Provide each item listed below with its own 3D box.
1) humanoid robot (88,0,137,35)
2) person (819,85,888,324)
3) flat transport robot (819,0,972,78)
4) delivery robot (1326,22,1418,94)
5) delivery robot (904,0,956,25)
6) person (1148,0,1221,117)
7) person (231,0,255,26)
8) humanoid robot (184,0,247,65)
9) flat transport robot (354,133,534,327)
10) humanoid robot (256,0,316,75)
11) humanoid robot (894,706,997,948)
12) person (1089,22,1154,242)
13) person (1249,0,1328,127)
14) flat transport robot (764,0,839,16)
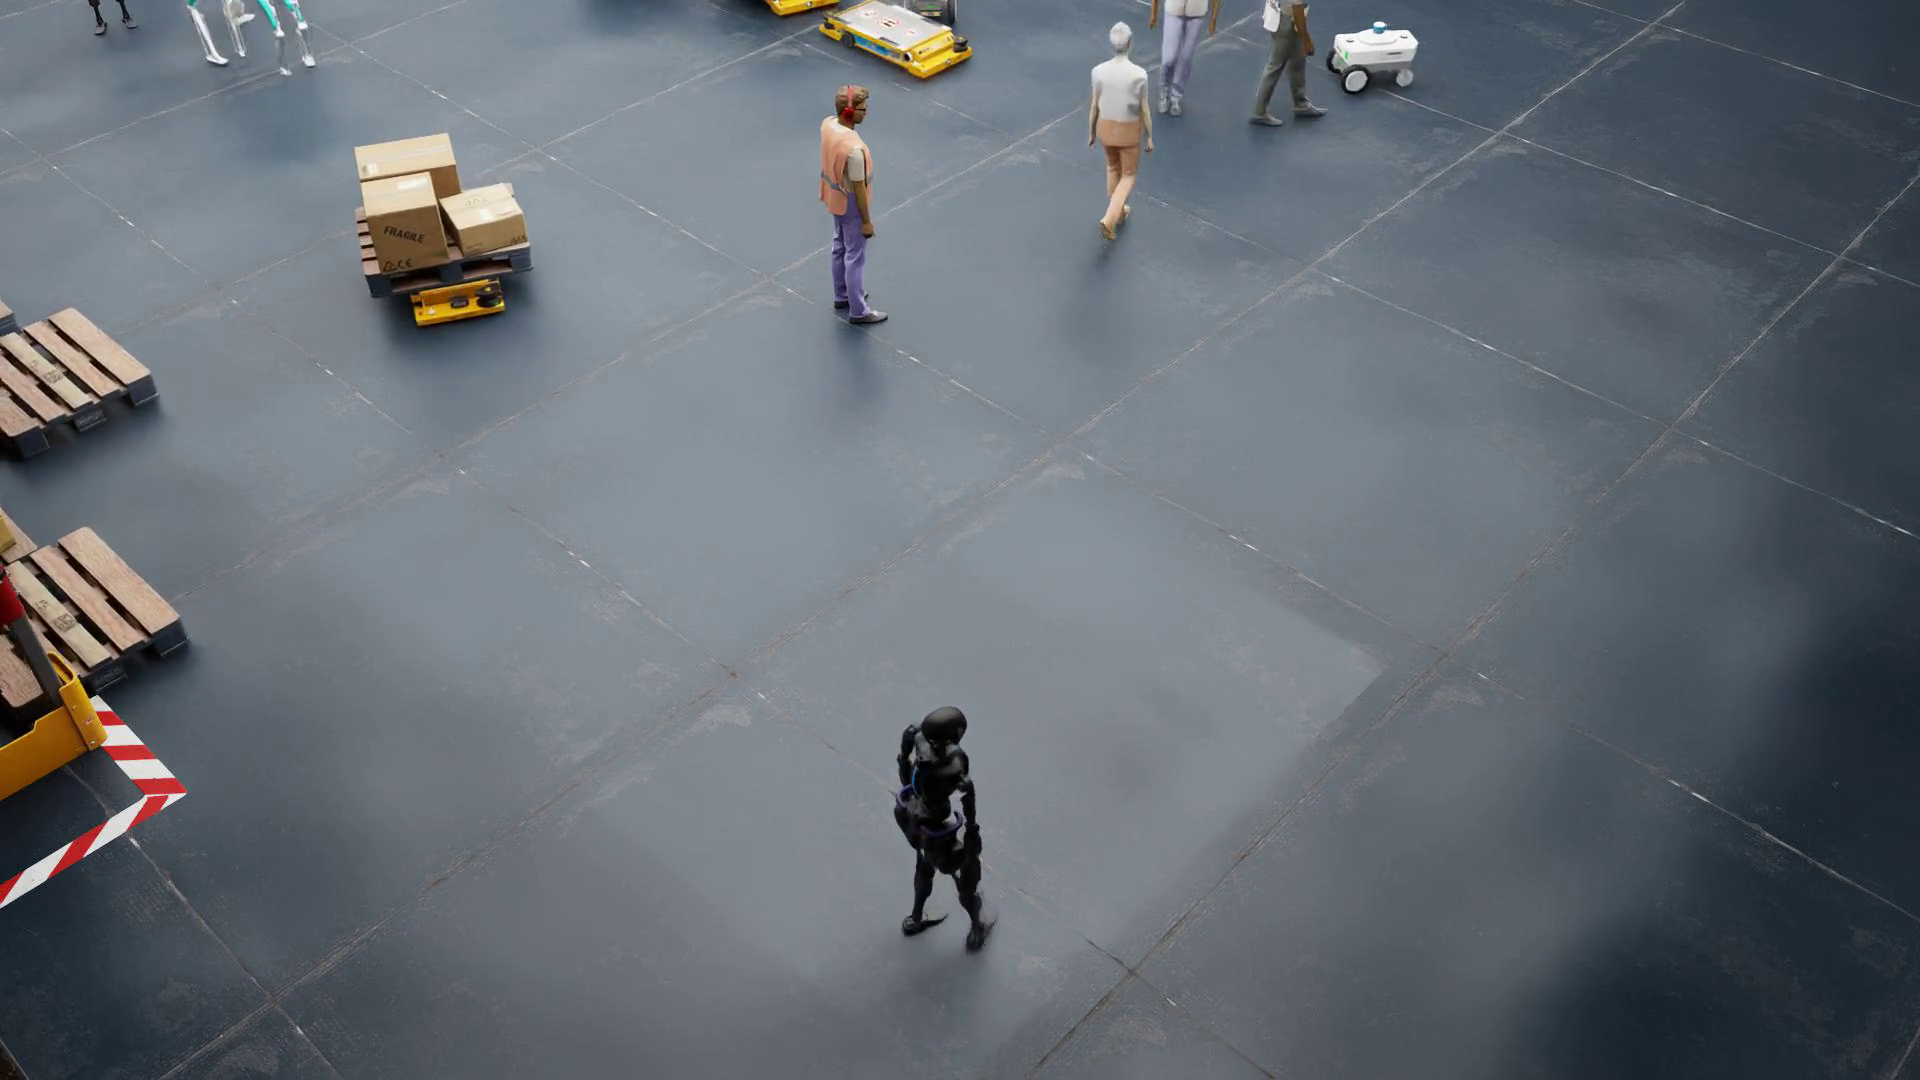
[{"bbox_3d":[-8.228,-5.636,15.727,0.599,1.657,0.315,-17,45,-18],"label":"humanoid robot"},{"bbox_3d":[-0.807,-2.415,12.038,0.388,1.837,0.564,-18,45,-19],"label":"person"},{"bbox_3d":[-0.623,-4.814,15.877,1.431,0.231,0.659,32,51,31],"label":"flat transport robot"},{"bbox_3d":[3.766,-4.438,15.259,0.791,0.614,0.499,-6,42,-7],"label":"delivery robot"},{"bbox_3d":[-0.288,-5.403,16.317,0.529,0.594,0.766,-2,42,-2],"label":"delivery robot"},{"bbox_3d":[1.945,-4.527,14.403,0.607,1.810,0.500,0,42,0],"label":"person"},{"bbox_3d":[-7.069,-5.763,15.922,0.520,1.621,0.464,16,44,17],"label":"person"},{"bbox_3d":[-6.946,-5.203,15.219,0.530,1.772,0.757,-32,51,-30],"label":"humanoid robot"},{"bbox_3d":[-3.970,-2.160,12.927,0.659,0.231,1.431,-13,44,-14],"label":"flat transport robot"},{"bbox_3d":[-6.240,-5.062,15.037,0.531,1.760,0.686,-27,49,-27],"label":"humanoid robot"},{"bbox_3d":[-0.075,1.330,8.001,0.445,1.651,0.608,-28,49,-27],"label":"humanoid robot"},{"bbox_3d":[1.228,-3.124,12.922,0.528,1.708,0.665,17,45,18],"label":"person"},{"bbox_3d":[2.932,-4.371,14.226,0.767,1.817,0.580,3,42,3],"label":"person"},{"bbox_3d":[-1.852,-5.736,16.901,0.659,0.231,1.431,-21,46,-22],"label":"flat transport robot"}]
